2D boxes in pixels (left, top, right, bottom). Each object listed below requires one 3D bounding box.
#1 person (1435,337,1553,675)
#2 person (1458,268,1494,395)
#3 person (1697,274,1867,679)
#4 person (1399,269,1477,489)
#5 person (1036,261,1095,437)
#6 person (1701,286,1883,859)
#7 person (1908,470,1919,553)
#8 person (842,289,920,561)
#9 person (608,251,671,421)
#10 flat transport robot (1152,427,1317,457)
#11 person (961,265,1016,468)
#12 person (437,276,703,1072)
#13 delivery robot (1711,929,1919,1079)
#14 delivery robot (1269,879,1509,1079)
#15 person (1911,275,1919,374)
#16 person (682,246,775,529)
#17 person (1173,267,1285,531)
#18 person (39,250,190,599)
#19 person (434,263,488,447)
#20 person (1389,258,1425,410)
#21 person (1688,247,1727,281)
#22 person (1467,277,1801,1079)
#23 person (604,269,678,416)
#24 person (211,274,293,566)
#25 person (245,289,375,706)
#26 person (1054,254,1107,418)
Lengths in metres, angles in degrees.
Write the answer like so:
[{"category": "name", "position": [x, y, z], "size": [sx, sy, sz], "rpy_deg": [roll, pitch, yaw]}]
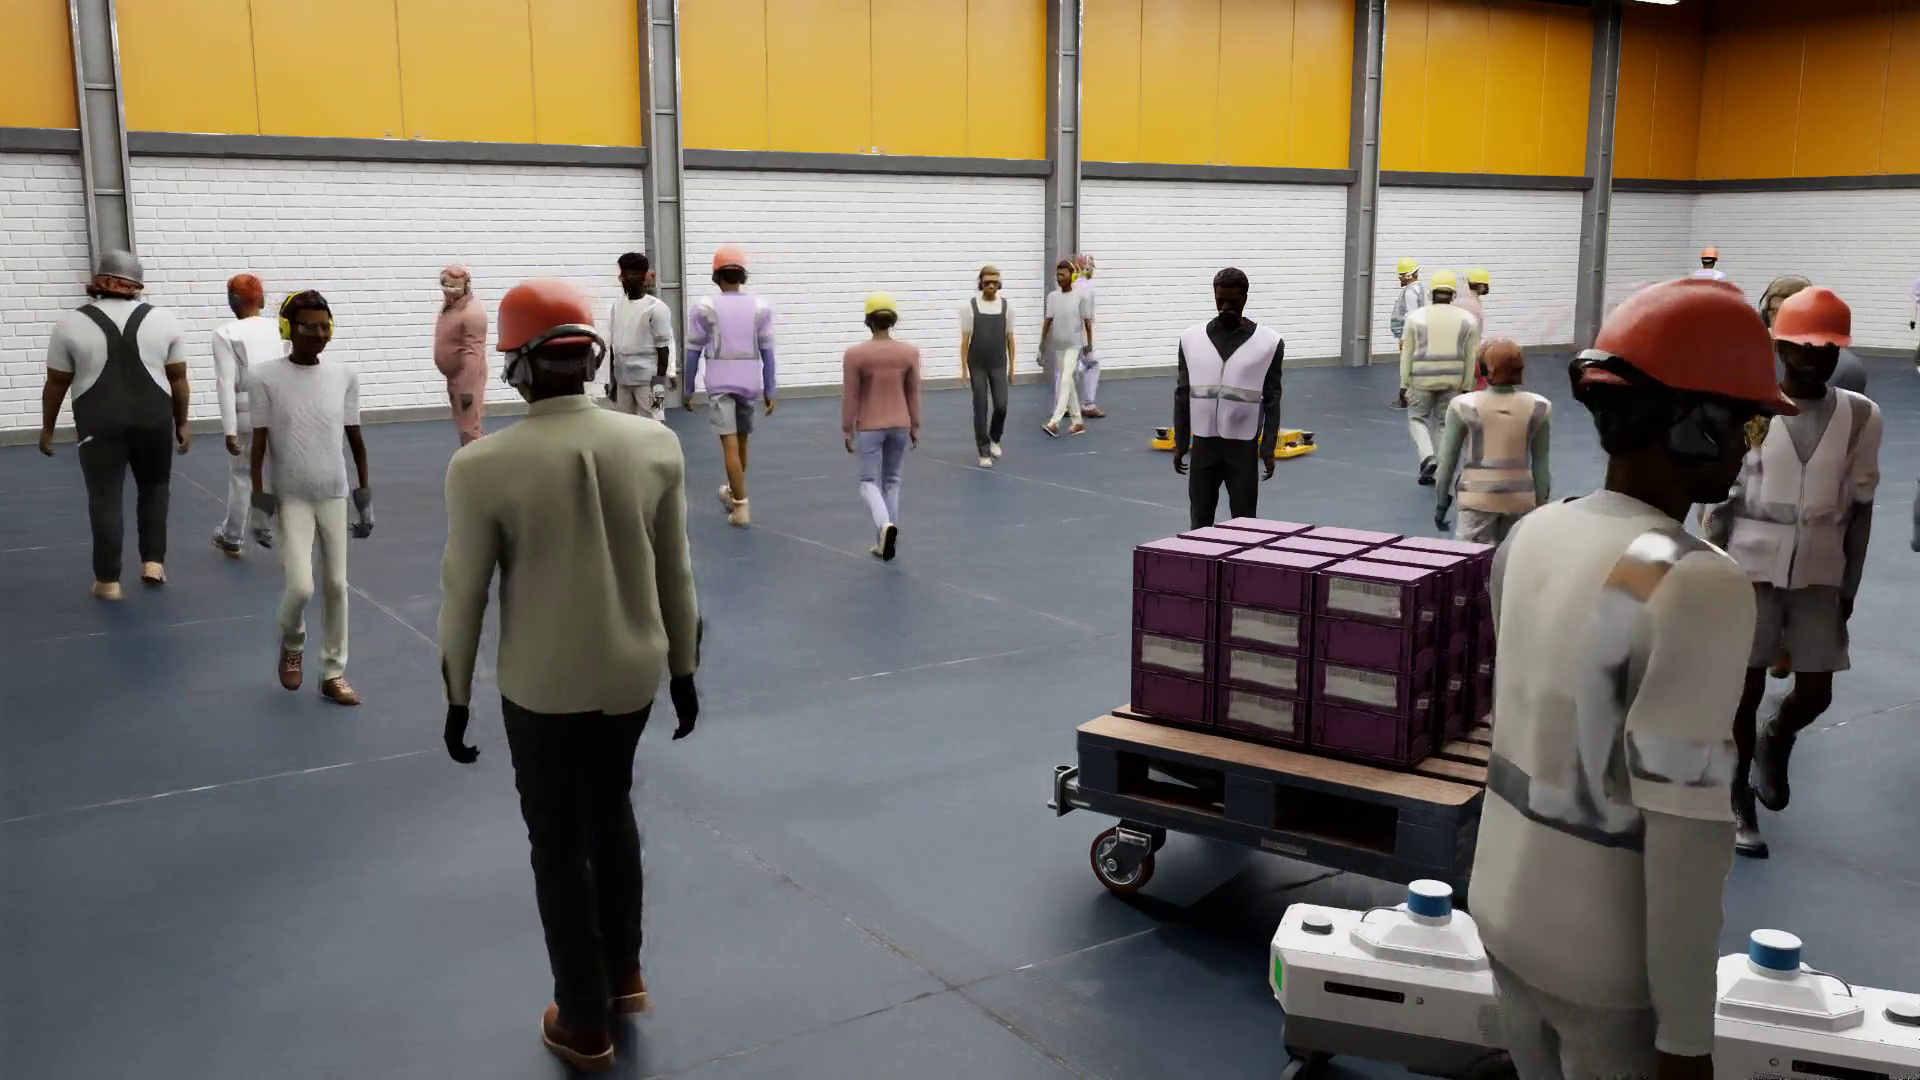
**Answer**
[{"category": "person", "position": [2.530, -0.143, 7.841], "size": [0.524, 1.614, 0.705], "rpy_deg": [0, 10, 1]}, {"category": "person", "position": [5.496, -1.999, 17.615], "size": [0.688, 1.740, 0.560], "rpy_deg": [4, 11, 19]}, {"category": "person", "position": [3.593, -0.205, 7.334], "size": [0.630, 1.922, 0.627], "rpy_deg": [6, 12, 28]}, {"category": "person", "position": [3.915, -1.304, 13.630], "size": [0.609, 1.812, 0.470], "rpy_deg": [1, 10, 3]}, {"category": "person", "position": [1.051, -1.971, 17.265], "size": [0.556, 1.821, 0.947], "rpy_deg": [8, 13, 36]}, {"category": "person", "position": [2.786, 0.103, 5.654], "size": [0.552, 1.923, 0.533], "rpy_deg": [2, 11, 12]}, {"category": "person", "position": [4.455, -0.054, 7.319], "size": [0.545, 1.610, 0.384], "rpy_deg": [1, 10, 7]}, {"category": "person", "position": [-0.478, -0.708, 10.565], "size": [0.529, 1.749, 0.641], "rpy_deg": [-4, 11, -22]}, {"category": "person", "position": [-2.523, -1.264, 13.004], "size": [0.606, 1.967, 0.367], "rpy_deg": [7, 12, 33]}, {"category": "flat transport robot", "position": [2.647, -0.973, 16.062], "size": [1.431, 0.197, 0.652], "rpy_deg": [7, 12, 33]}, {"category": "person", "position": [0.250, -1.571, 15.082], "size": [0.507, 1.832, 0.459], "rpy_deg": [-1, 10, -7]}, {"category": "person", "position": [-0.990, 0.338, 4.177], "size": [0.641, 1.976, 0.511], "rpy_deg": [-7, 13, -35]}, {"category": "delivery robot", "position": [1.776, 1.101, 3.657], "size": [0.707, 0.478, 0.477], "rpy_deg": [4, 11, 21]}, {"category": "delivery robot", "position": [1.101, 1.049, 3.940], "size": [0.707, 0.478, 0.477], "rpy_deg": [4, 11, 21]}, {"category": "person", "position": [14.118, -3.251, 24.079], "size": [0.607, 1.905, 0.615], "rpy_deg": [4, 11, 21]}, {"category": "person", "position": [-1.708, -1.124, 12.135], "size": [0.632, 1.997, 1.002], "rpy_deg": [-5, 11, -24]}, {"category": "person", "position": [1.460, -0.528, 9.115], "size": [0.591, 1.915, 0.393], "rpy_deg": [4, 11, 19]}, {"category": "person", "position": [-4.933, -0.698, 9.701], "size": [0.801, 2.000, 0.633], "rpy_deg": [-6, 12, -31]}, {"category": "person", "position": [-4.010, -1.269, 13.315], "size": [0.406, 1.875, 0.797], "rpy_deg": [-6, 12, -32]}, {"category": "person", "position": [5.386, -2.477, 20.051], "size": [0.403, 1.823, 0.587], "rpy_deg": [4, 11, 20]}, {"category": "person", "position": [10.707, -3.233, 23.893], "size": [0.543, 1.934, 0.362], "rpy_deg": [7, 12, 33]}, {"category": "person", "position": [0.945, 0.609, 2.595], "size": [0.633, 2.022, 0.635], "rpy_deg": [-1, 10, -4]}, {"category": "person", "position": [-2.709, -1.411, 14.196], "size": [1.034, 1.825, 0.566], "rpy_deg": [10, 14, 44]}, {"category": "person", "position": [-4.479, -0.758, 10.574], "size": [0.977, 1.831, 0.595], "rpy_deg": [9, 14, 41]}, {"category": "person", "position": [-2.878, -0.179, 7.374], "size": [0.544, 1.852, 0.449], "rpy_deg": [-9, 14, -40]}, {"category": "person", "position": [1.406, -2.323, 19.060], "size": [0.708, 1.881, 0.680], "rpy_deg": [-5, 11, -25]}]
